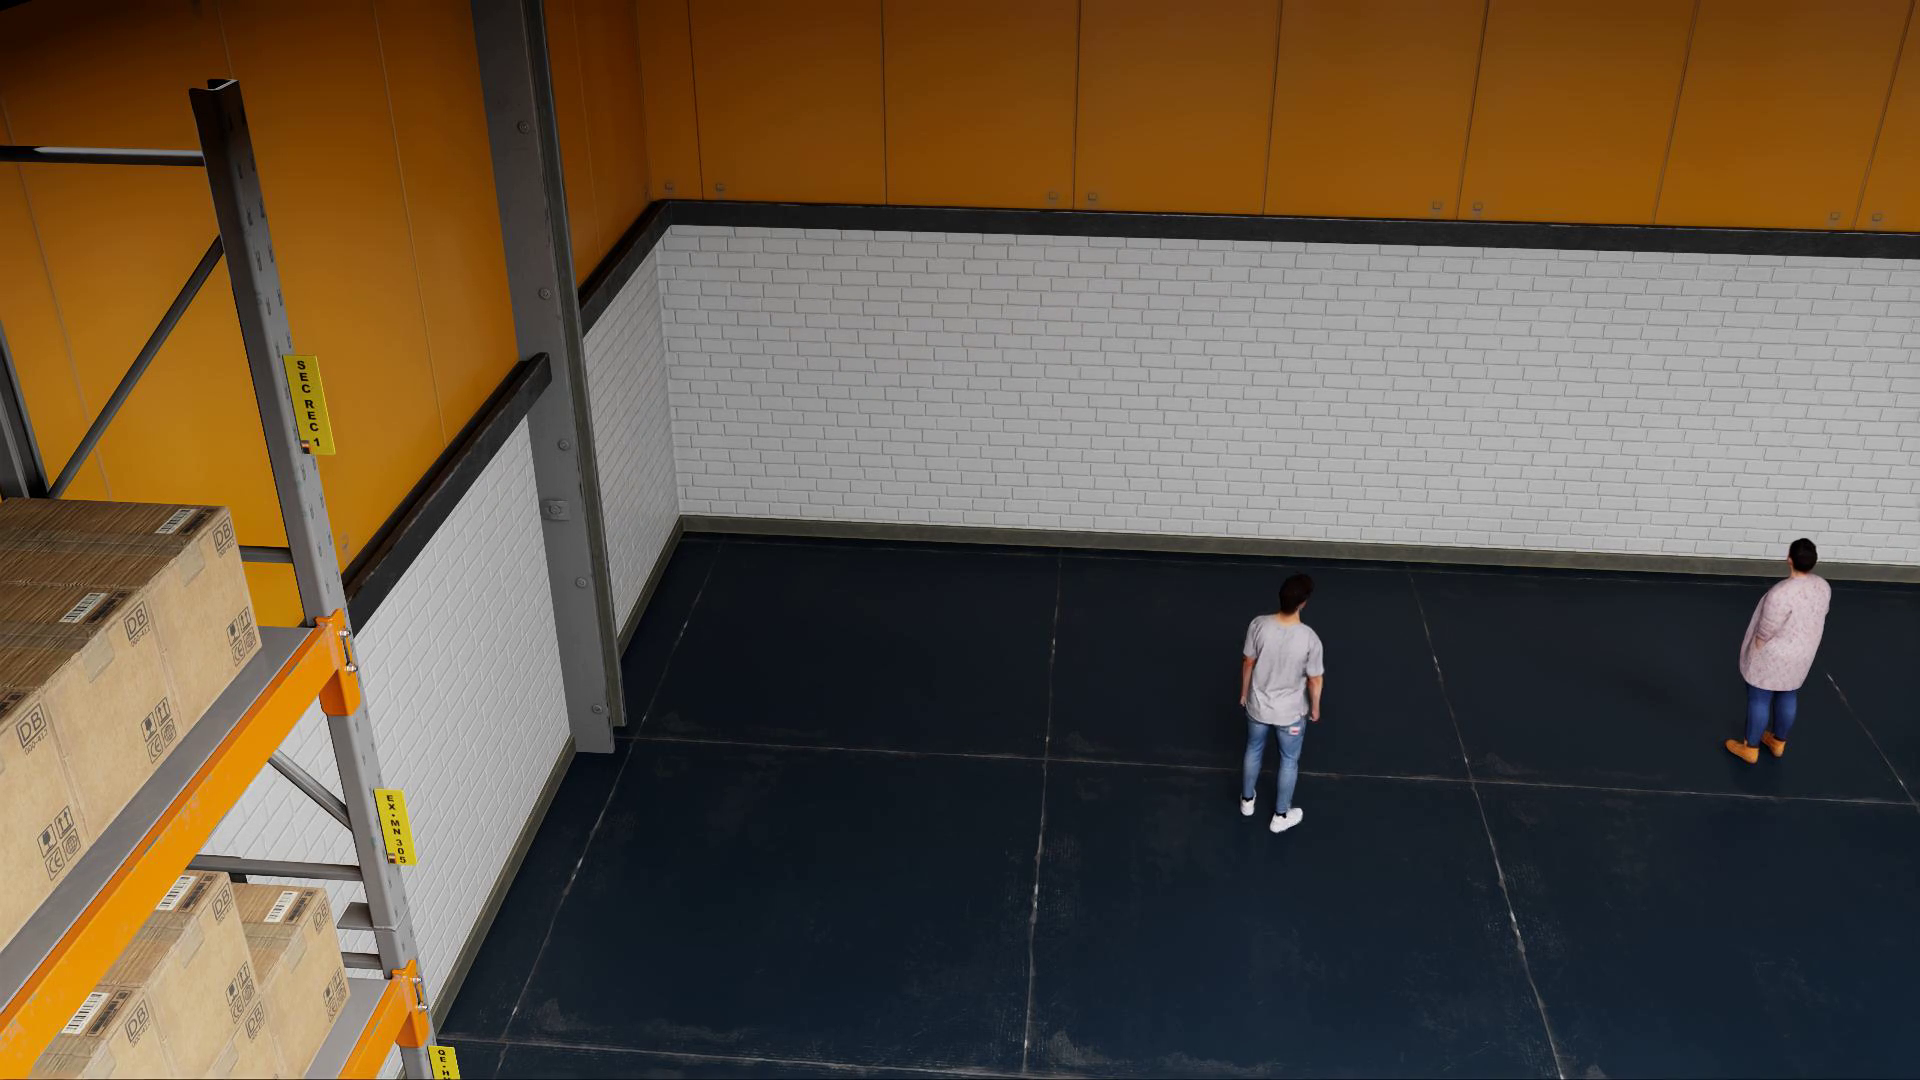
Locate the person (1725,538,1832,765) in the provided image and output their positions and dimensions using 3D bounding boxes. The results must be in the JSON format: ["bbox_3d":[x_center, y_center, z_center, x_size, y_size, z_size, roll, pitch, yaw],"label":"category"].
[{"bbox_3d":[5.729,0.762,11.586,0.776,1.741,0.761,-8,30,-15],"label":"person"}]

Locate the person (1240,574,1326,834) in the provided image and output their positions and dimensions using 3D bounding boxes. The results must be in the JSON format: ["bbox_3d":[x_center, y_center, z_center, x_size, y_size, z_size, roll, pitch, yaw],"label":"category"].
[{"bbox_3d":[2.071,1.048,10.915,0.783,1.882,0.766,11,30,19],"label":"person"}]
